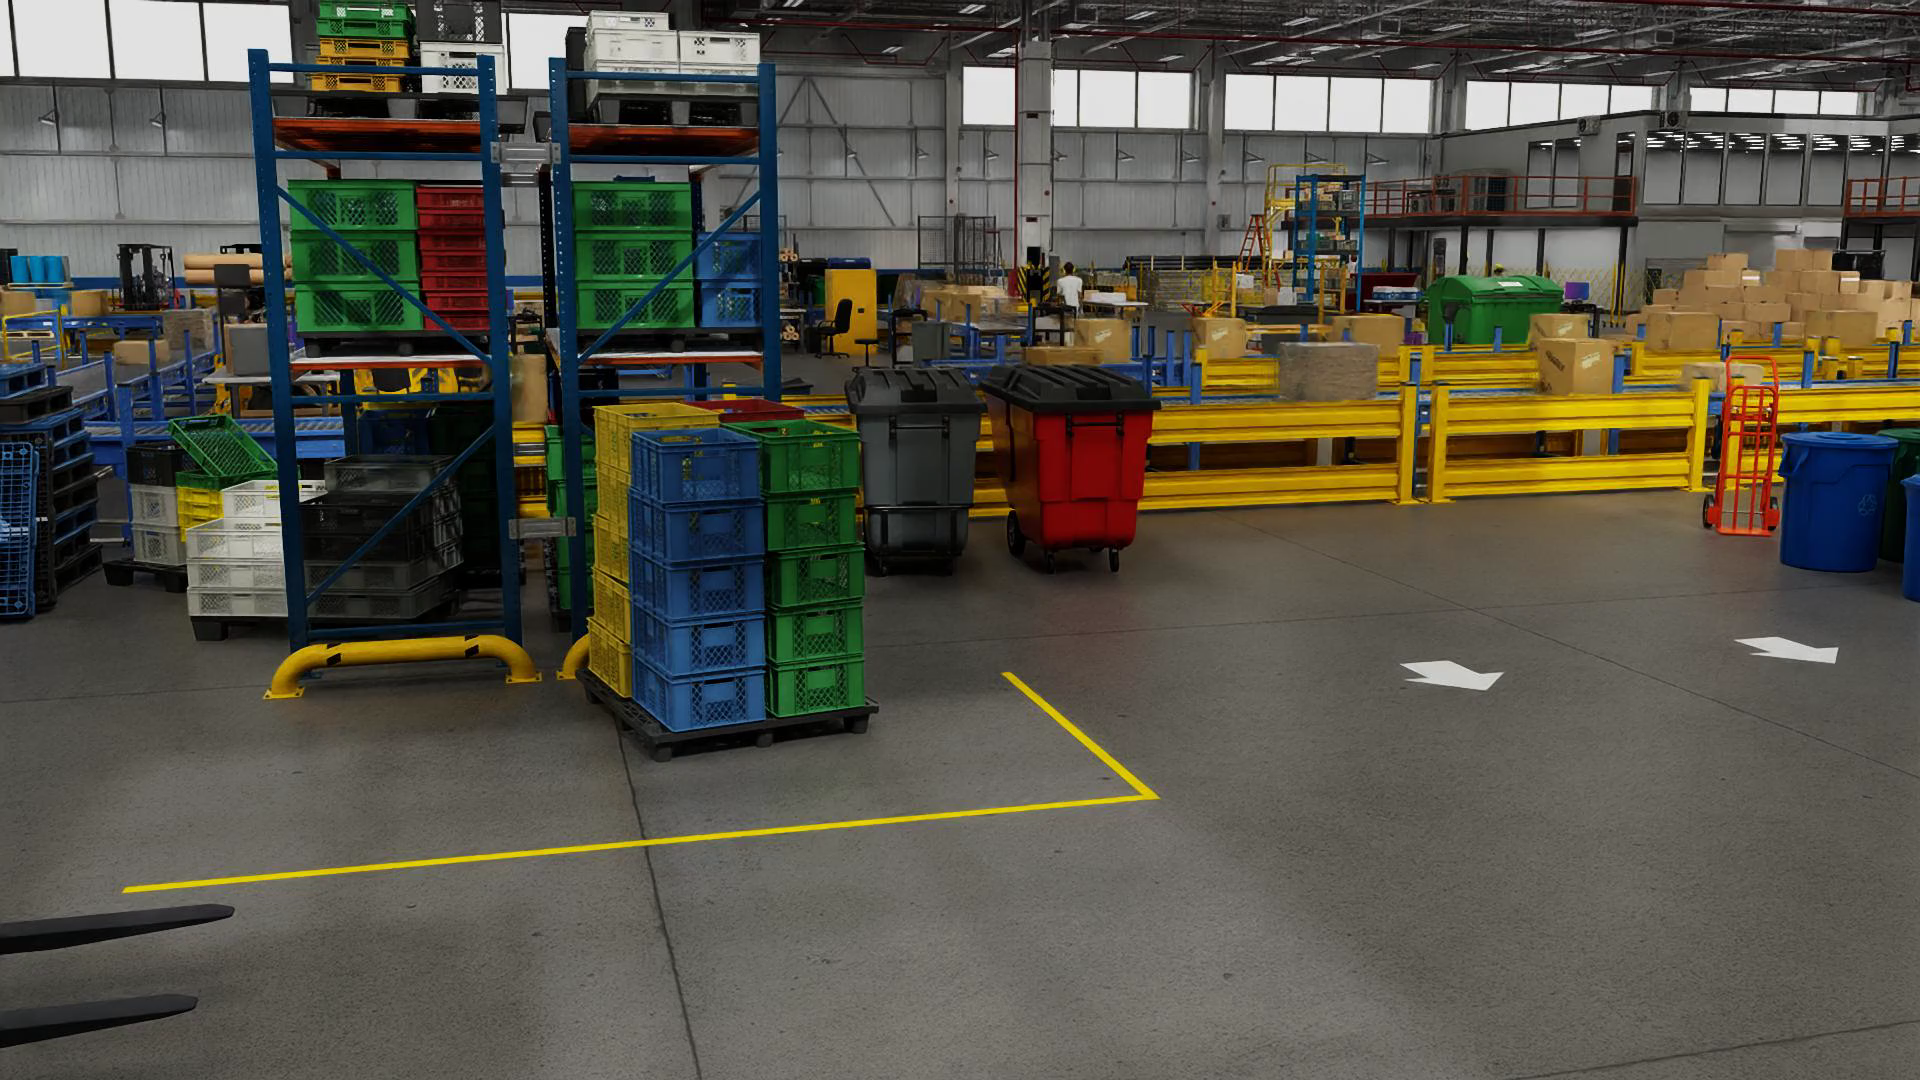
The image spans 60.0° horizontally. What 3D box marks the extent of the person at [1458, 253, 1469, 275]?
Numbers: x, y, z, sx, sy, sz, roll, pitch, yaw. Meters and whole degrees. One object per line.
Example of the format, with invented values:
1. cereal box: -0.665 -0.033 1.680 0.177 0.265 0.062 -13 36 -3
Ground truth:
1. person: 17.394 -8.979 57.494 0.366 1.928 0.585 7 12 33

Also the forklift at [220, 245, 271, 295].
1. forklift: -17.749 -6.334 41.440 1.157 1.987 2.680 -3 10 -17

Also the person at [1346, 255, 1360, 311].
1. person: 12.857 -8.408 54.387 0.575 1.883 0.355 8 13 38

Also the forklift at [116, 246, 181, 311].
1. forklift: -19.966 -6.232 40.894 1.157 1.987 2.680 -3 10 -15

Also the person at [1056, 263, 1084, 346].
1. person: 2.142 -4.477 32.375 0.547 1.794 0.929 1 10 5

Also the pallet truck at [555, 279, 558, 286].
1. pallet truck: -10.604 -6.375 44.520 0.653 1.274 1.630 -3 10 -15

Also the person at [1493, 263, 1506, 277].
1. person: 12.803 -5.708 39.508 0.526 1.737 0.775 0 10 -1
